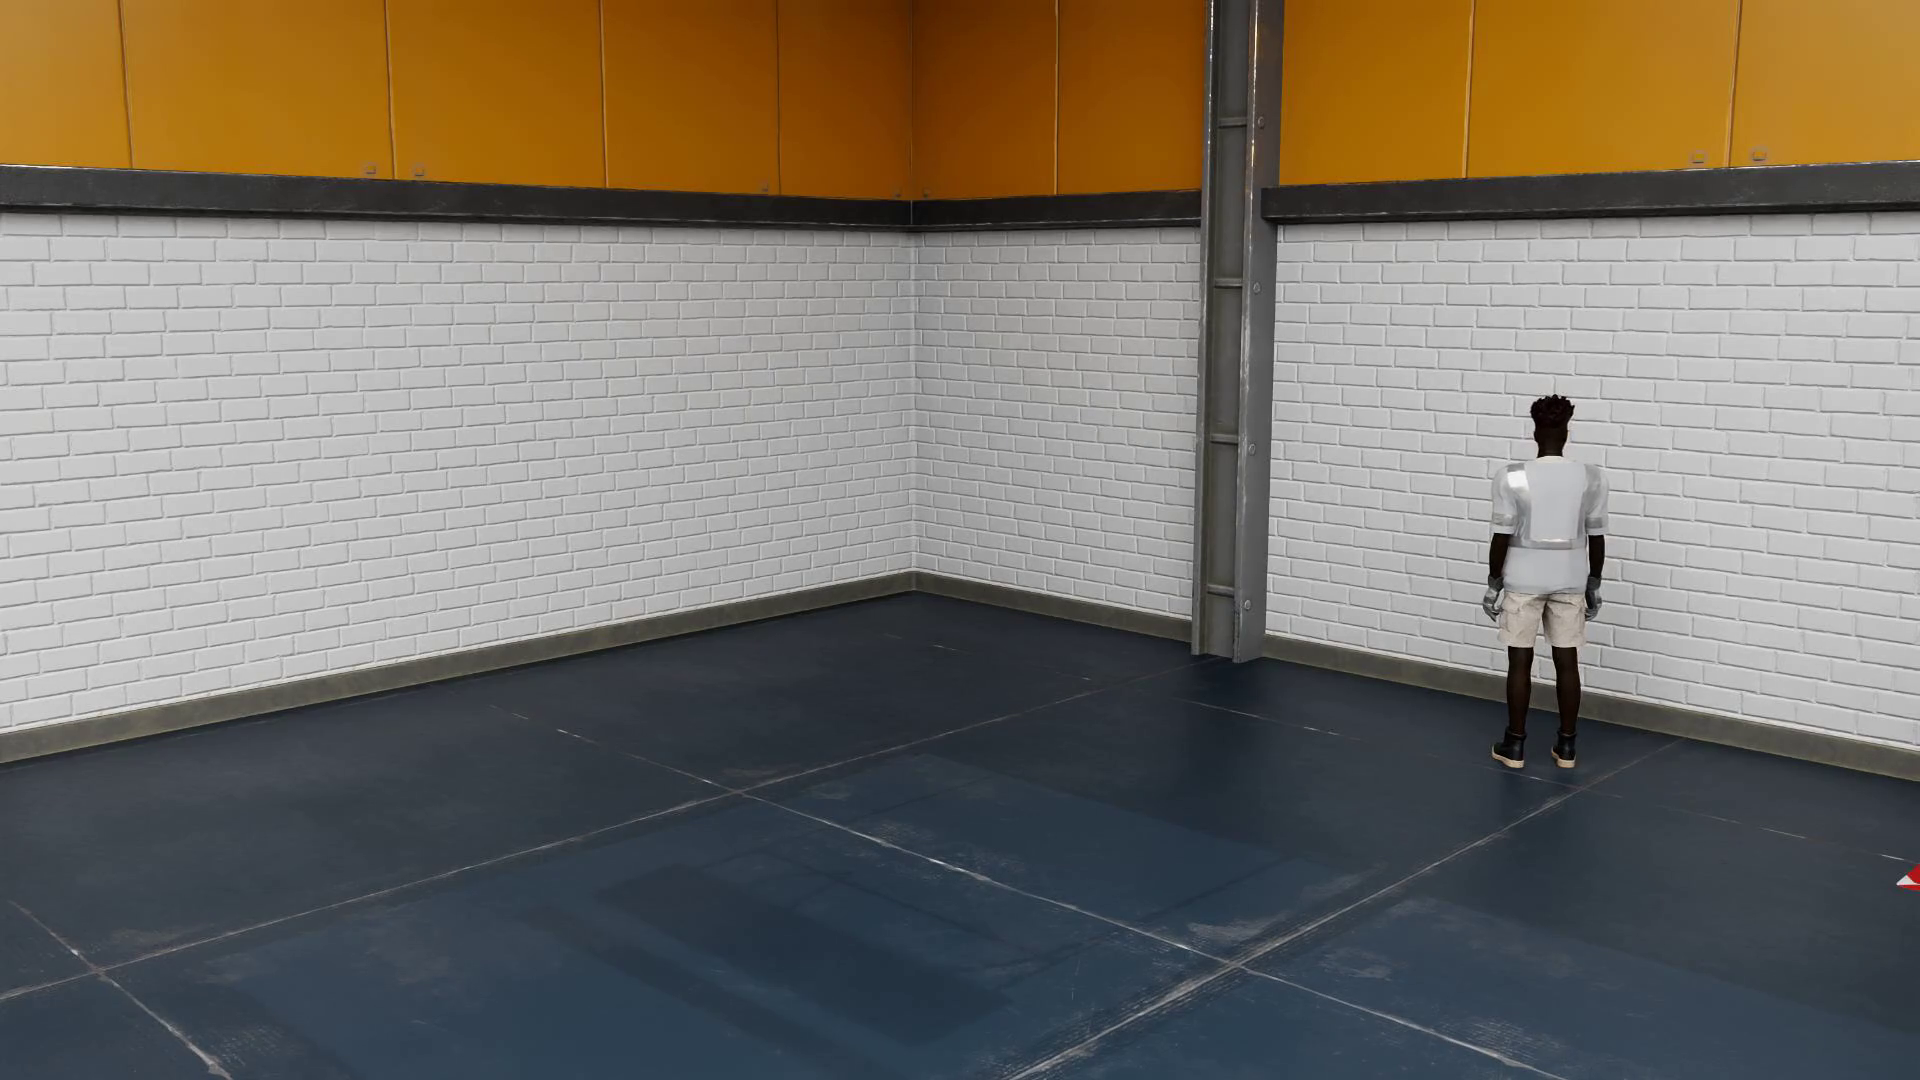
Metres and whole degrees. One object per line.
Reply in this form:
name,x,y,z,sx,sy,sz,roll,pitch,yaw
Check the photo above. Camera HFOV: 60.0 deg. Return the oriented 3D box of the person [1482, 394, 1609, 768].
person,3.052,0.222,8.702,0.614,1.956,0.372,0,9,3
